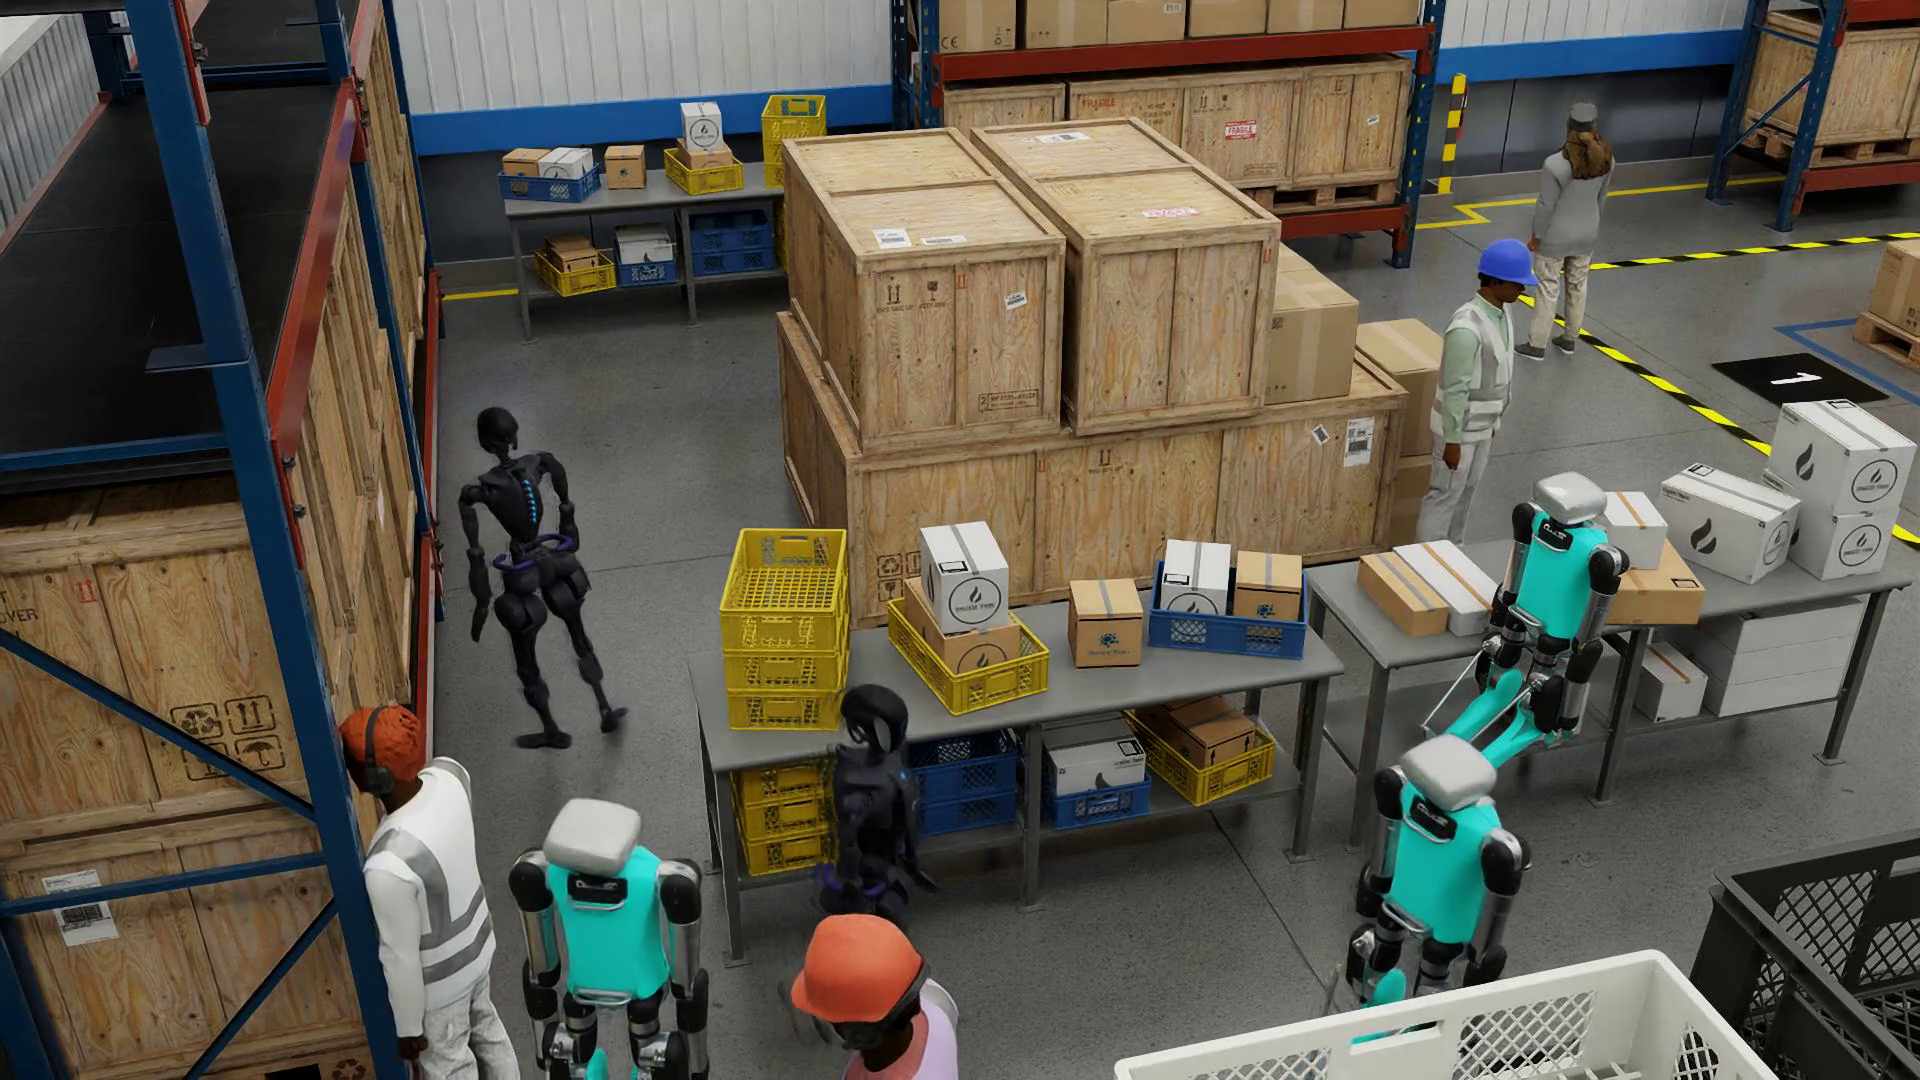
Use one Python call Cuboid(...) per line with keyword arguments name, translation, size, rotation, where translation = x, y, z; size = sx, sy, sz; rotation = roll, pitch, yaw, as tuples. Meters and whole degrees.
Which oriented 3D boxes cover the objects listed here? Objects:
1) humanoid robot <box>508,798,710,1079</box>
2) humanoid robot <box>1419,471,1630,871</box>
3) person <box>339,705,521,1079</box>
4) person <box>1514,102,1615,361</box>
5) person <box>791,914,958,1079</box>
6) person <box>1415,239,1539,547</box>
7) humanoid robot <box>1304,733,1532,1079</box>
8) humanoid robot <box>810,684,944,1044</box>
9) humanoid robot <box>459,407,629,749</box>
Cuboid(name="humanoid robot", translation=(-0.996, 1.609, 4.679), size=(0.531, 1.810, 0.674), rotation=(3, 29, 5))
Cuboid(name="humanoid robot", translation=(2.058, 0.568, 6.424), size=(0.735, 1.677, 0.533), rotation=(-12, 31, -21))
Cuboid(name="person", translation=(-1.598, 1.297, 5.095), size=(0.338, 1.877, 0.570), rotation=(2, 29, 4))
Cuboid(name="person", translation=(4.132, -2.091, 11.359), size=(0.564, 1.764, 0.401), rotation=(-11, 31, -18))
Cuboid(name="person", translation=(-0.193, 1.735, 4.141), size=(0.388, 2.033, 0.605), rotation=(4, 29, 8))
Cuboid(name="person", translation=(2.608, -0.603, 8.484), size=(0.413, 1.939, 0.603), rotation=(19, 34, 31))
Cuboid(name="humanoid robot", translation=(1.200, 1.454, 5.020), size=(1.034, 1.783, 0.540), rotation=(-17, 33, -28))
Cuboid(name="humanoid robot", translation=(-0.343, 1.175, 5.534), size=(0.579, 1.632, 0.602), rotation=(9, 30, 15))
Cuboid(name="humanoid robot", translation=(-1.834, 0.203, 7.292), size=(0.460, 1.648, 0.614), rotation=(24, 37, 37))
